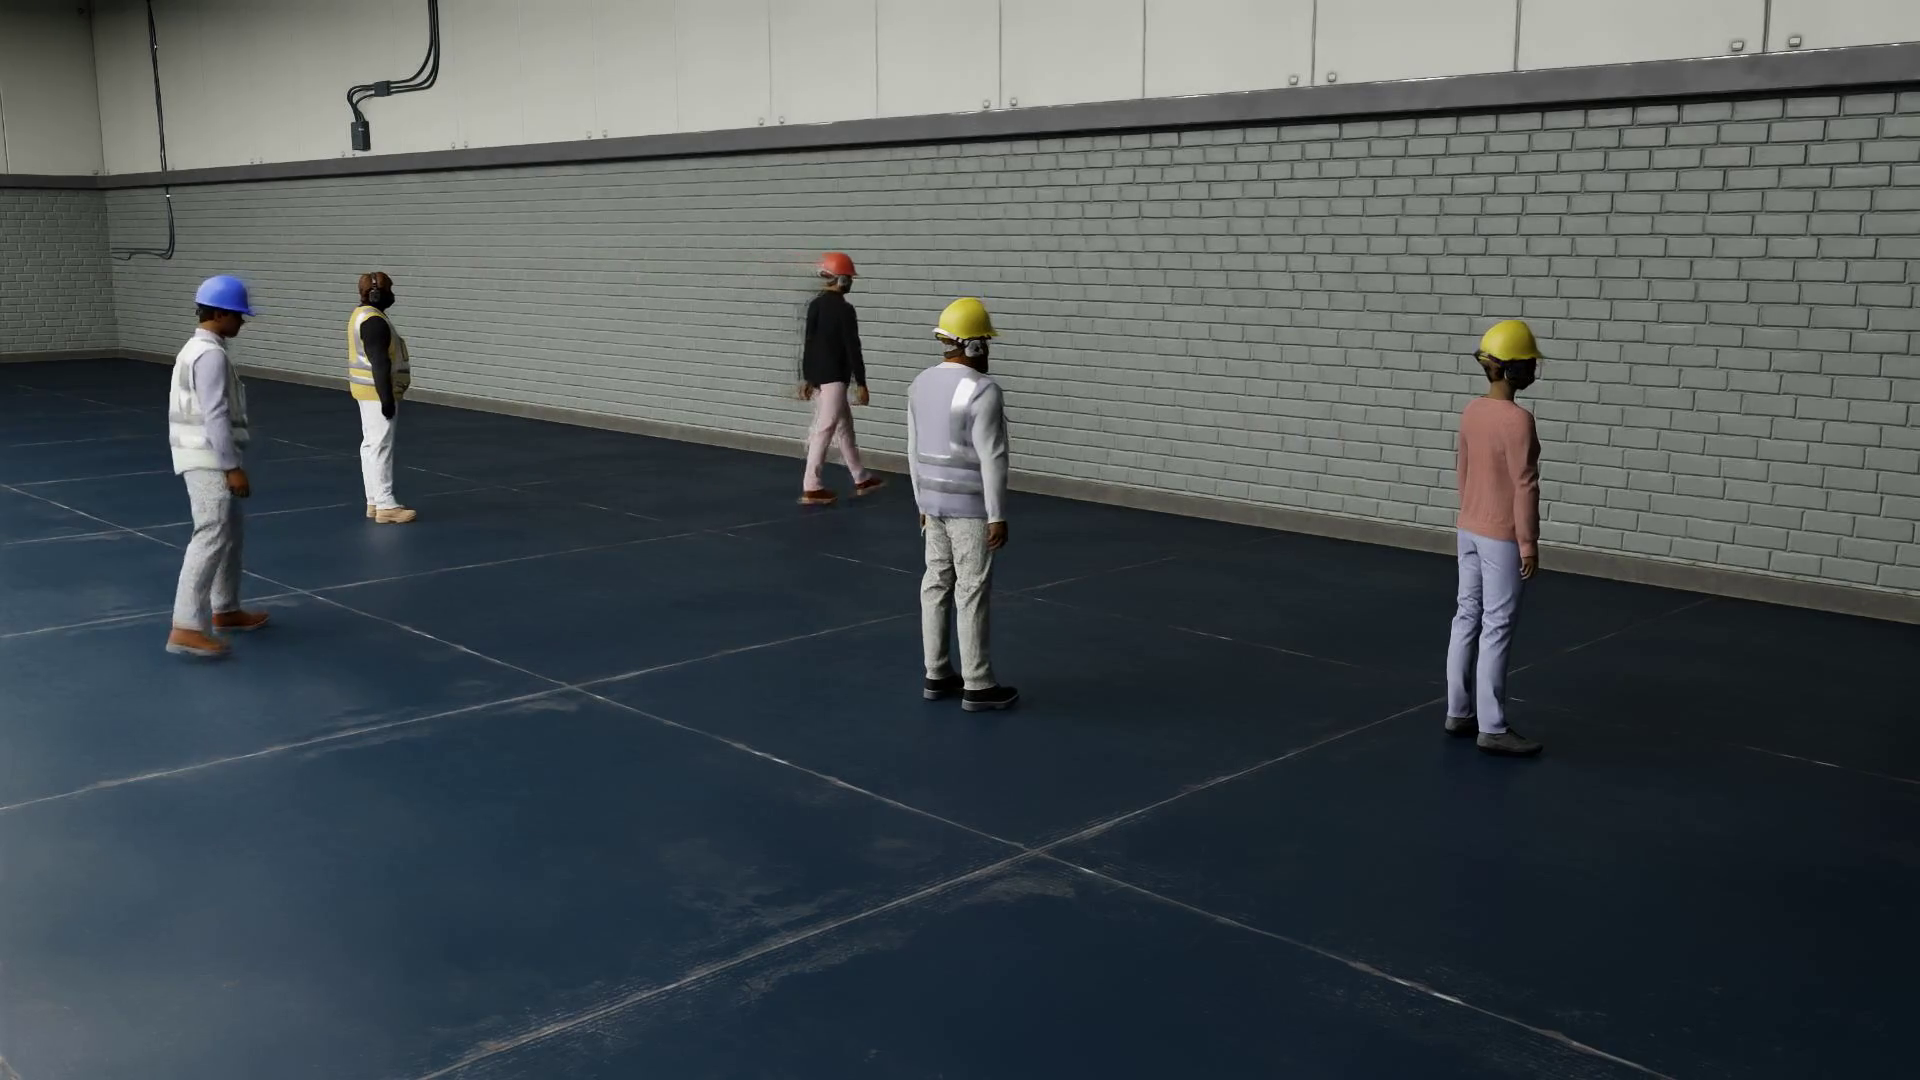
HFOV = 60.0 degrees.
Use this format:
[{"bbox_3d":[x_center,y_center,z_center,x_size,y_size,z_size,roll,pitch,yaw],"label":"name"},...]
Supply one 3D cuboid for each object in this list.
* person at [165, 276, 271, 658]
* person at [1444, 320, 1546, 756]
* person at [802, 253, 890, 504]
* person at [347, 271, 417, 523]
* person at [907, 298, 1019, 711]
[{"bbox_3d":[-3.844,-0.389,8.548,0.527,1.913,0.764,-5,12,-27],"label":"person"},{"bbox_3d":[2.220,-0.015,6.853,0.305,1.772,0.525,-2,11,-12],"label":"person"},{"bbox_3d":[-0.881,-1.282,13.219,0.943,1.956,0.652,-6,12,-30],"label":"person"},{"bbox_3d":[-4.310,-1.068,12.393,0.430,1.845,0.619,-6,12,-28],"label":"person"},{"bbox_3d":[0.016,-0.166,7.497,0.404,1.835,0.590,-8,13,-38],"label":"person"}]
